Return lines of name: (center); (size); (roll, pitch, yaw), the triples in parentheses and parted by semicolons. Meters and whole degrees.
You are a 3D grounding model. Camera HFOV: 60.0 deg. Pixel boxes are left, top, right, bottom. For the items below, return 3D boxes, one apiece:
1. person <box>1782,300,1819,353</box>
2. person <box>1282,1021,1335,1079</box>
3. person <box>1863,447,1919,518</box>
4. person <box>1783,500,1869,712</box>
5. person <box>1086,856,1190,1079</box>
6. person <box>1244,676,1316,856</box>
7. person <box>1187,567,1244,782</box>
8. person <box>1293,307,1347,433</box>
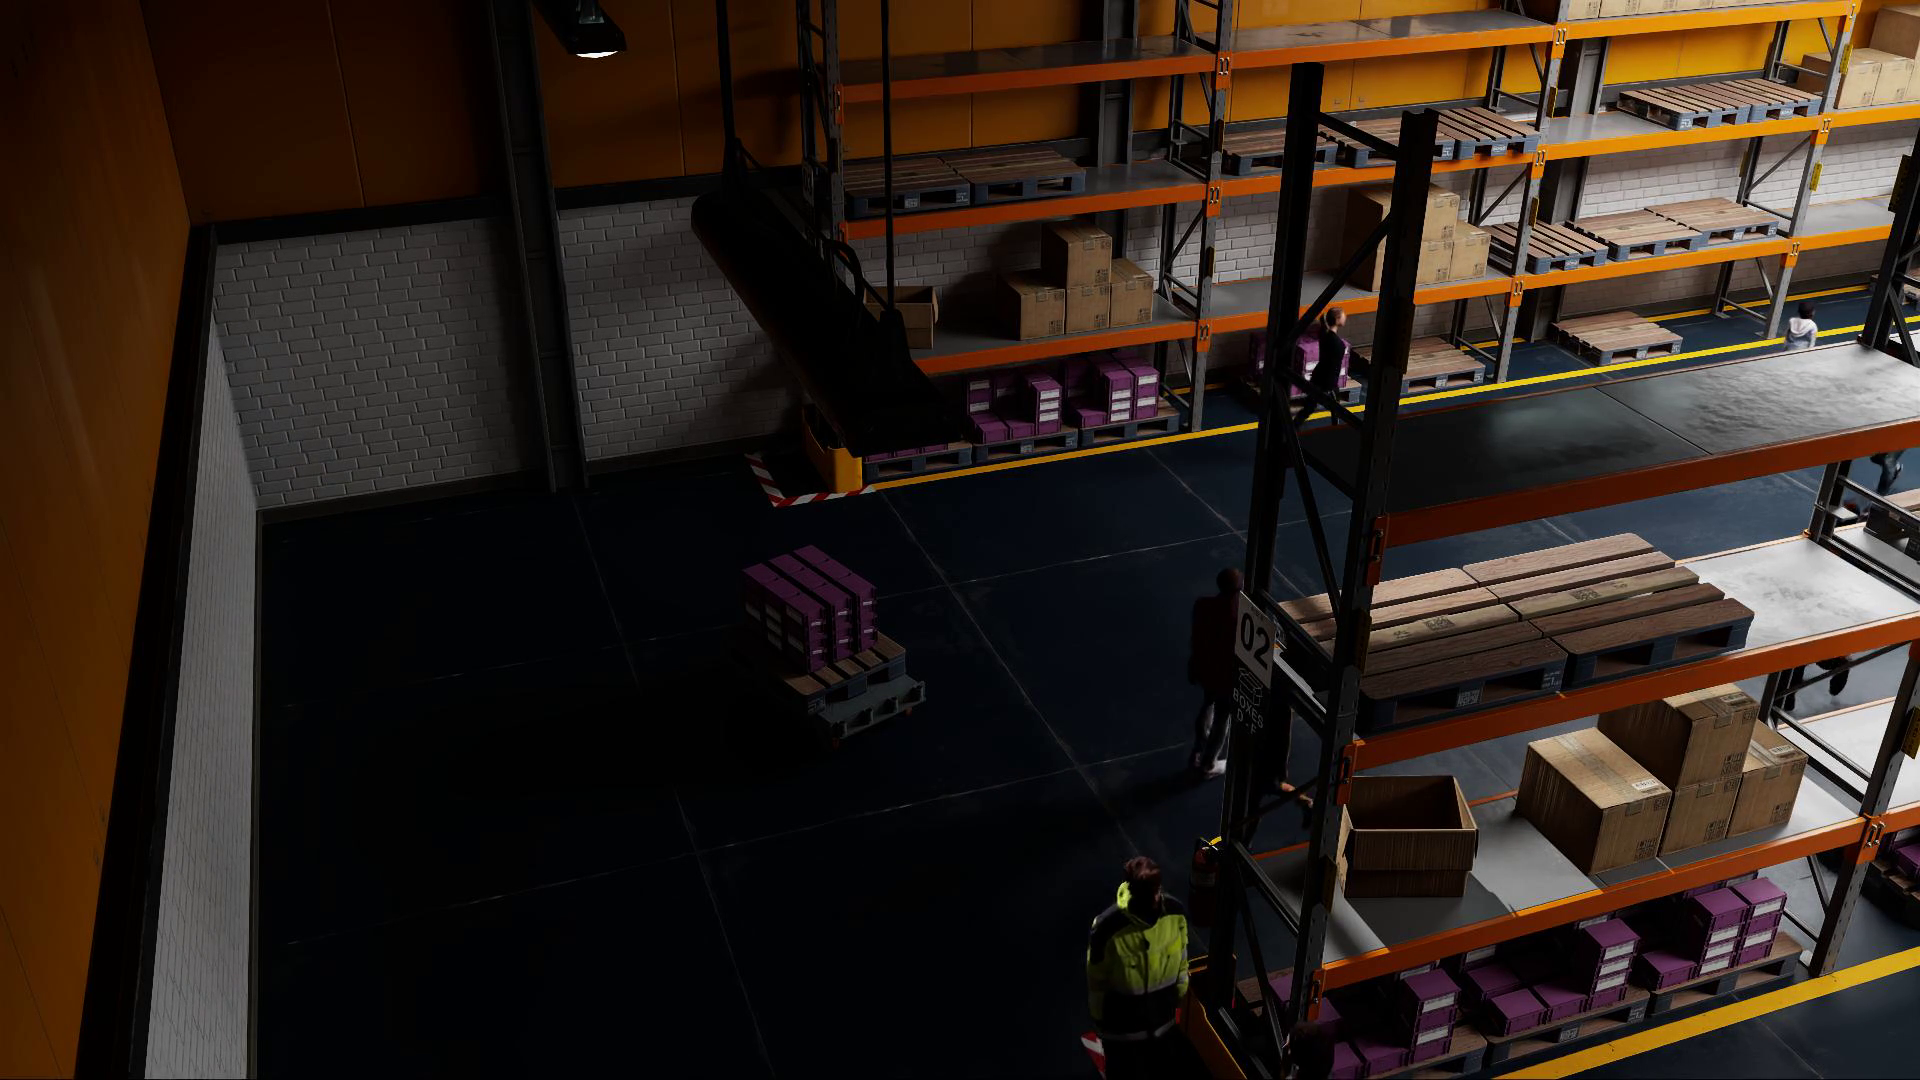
person: (9.379, -2.089, 18.659); (0.574, 1.260, 0.550); (-23, 36, -36)
person: (1.835, 3.164, 8.512); (0.820, 1.755, 0.764); (2, 29, 4)
person: (9.267, -1.147, 16.372); (1.147, 1.796, 0.870); (-21, 35, -33)
person: (6.907, 0.543, 13.184); (1.115, 1.882, 0.808); (-14, 32, -24)
person: (0.968, 2.527, 9.461); (0.907, 1.964, 0.894); (-14, 31, -23)
person: (2.250, 1.484, 11.649); (1.052, 1.701, 0.584); (-9, 30, -16)
person: (1.878, 1.027, 12.370); (0.825, 1.812, 0.844); (23, 36, 36)
person: (3.721, -1.616, 17.371); (1.066, 1.663, 0.671); (-7, 29, -13)
